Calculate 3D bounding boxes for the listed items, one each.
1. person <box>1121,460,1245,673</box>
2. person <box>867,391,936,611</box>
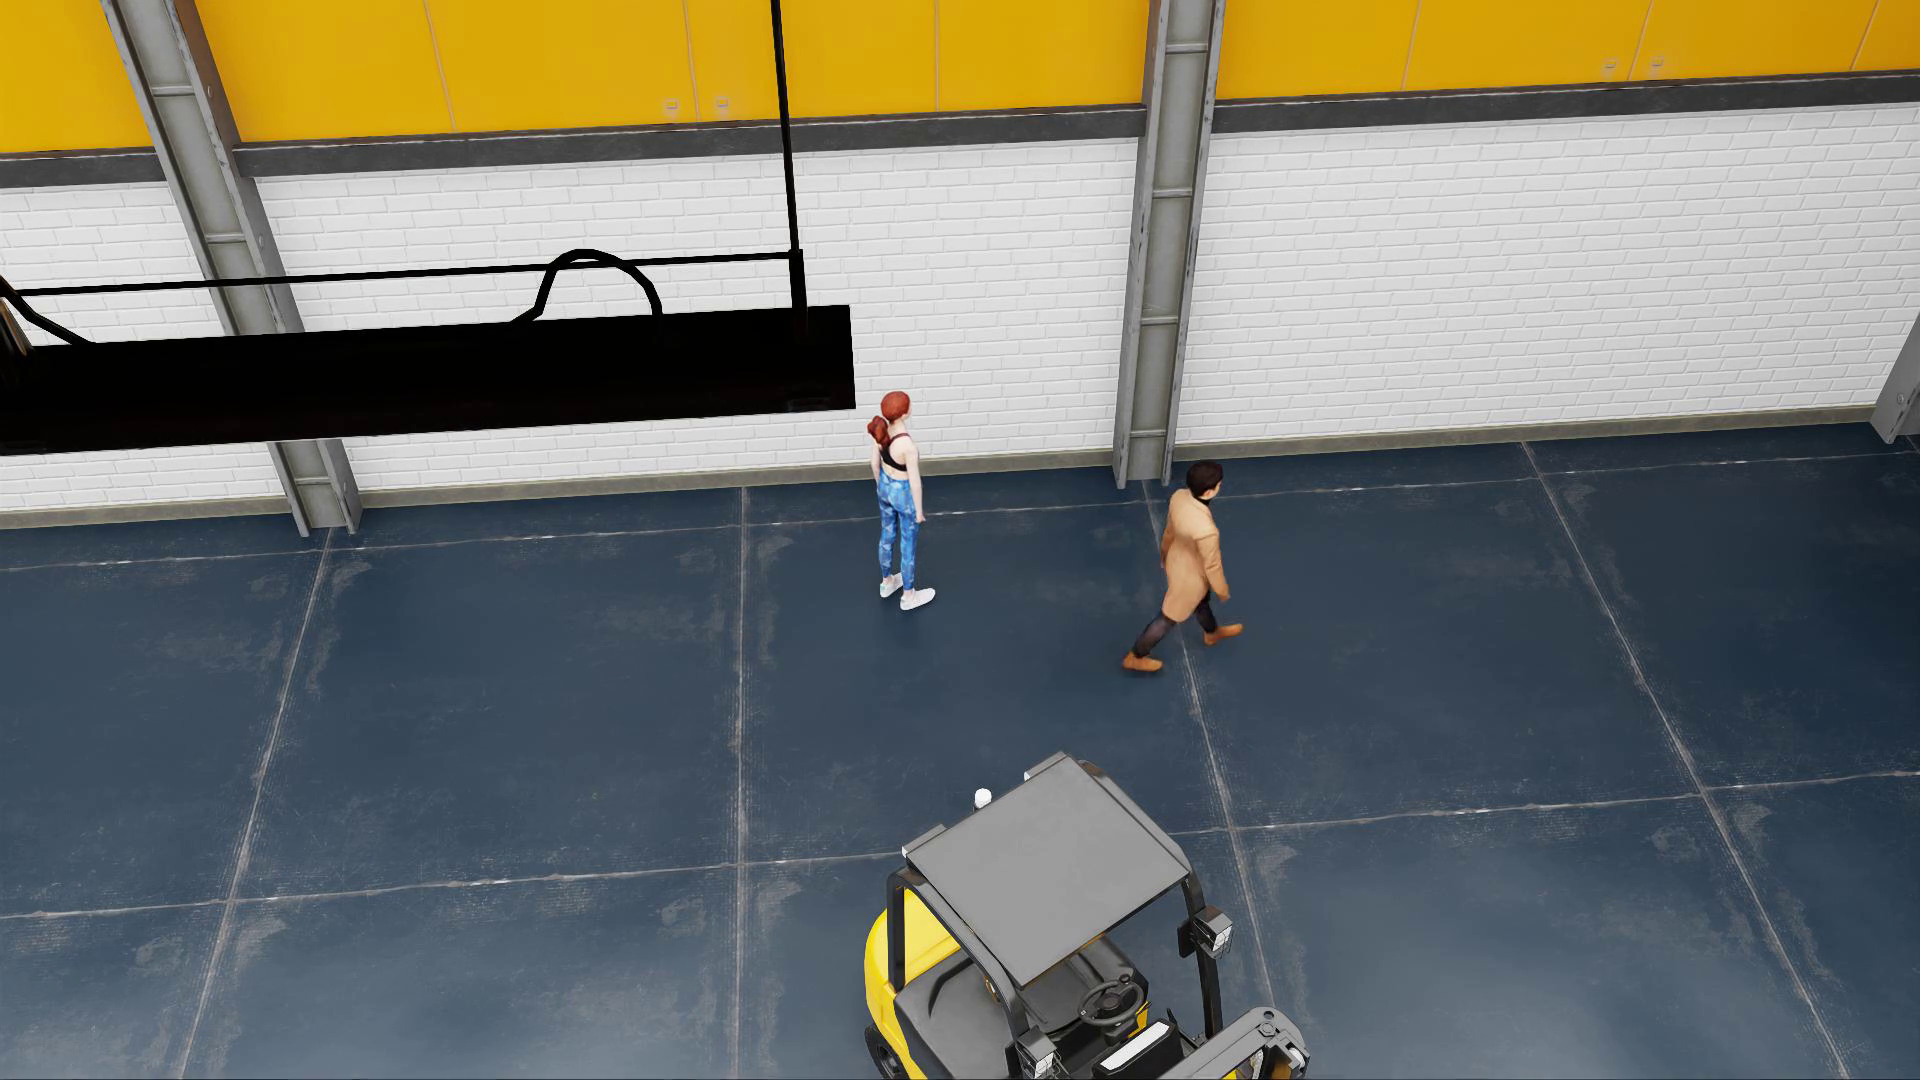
[{"bbox_3d":[1.380,0.226,10.607,1.163,1.683,0.754,-10,44,-10],"label":"person"},{"bbox_3d":[-0.403,-0.274,11.057,0.672,1.785,0.724,34,53,31],"label":"person"}]
